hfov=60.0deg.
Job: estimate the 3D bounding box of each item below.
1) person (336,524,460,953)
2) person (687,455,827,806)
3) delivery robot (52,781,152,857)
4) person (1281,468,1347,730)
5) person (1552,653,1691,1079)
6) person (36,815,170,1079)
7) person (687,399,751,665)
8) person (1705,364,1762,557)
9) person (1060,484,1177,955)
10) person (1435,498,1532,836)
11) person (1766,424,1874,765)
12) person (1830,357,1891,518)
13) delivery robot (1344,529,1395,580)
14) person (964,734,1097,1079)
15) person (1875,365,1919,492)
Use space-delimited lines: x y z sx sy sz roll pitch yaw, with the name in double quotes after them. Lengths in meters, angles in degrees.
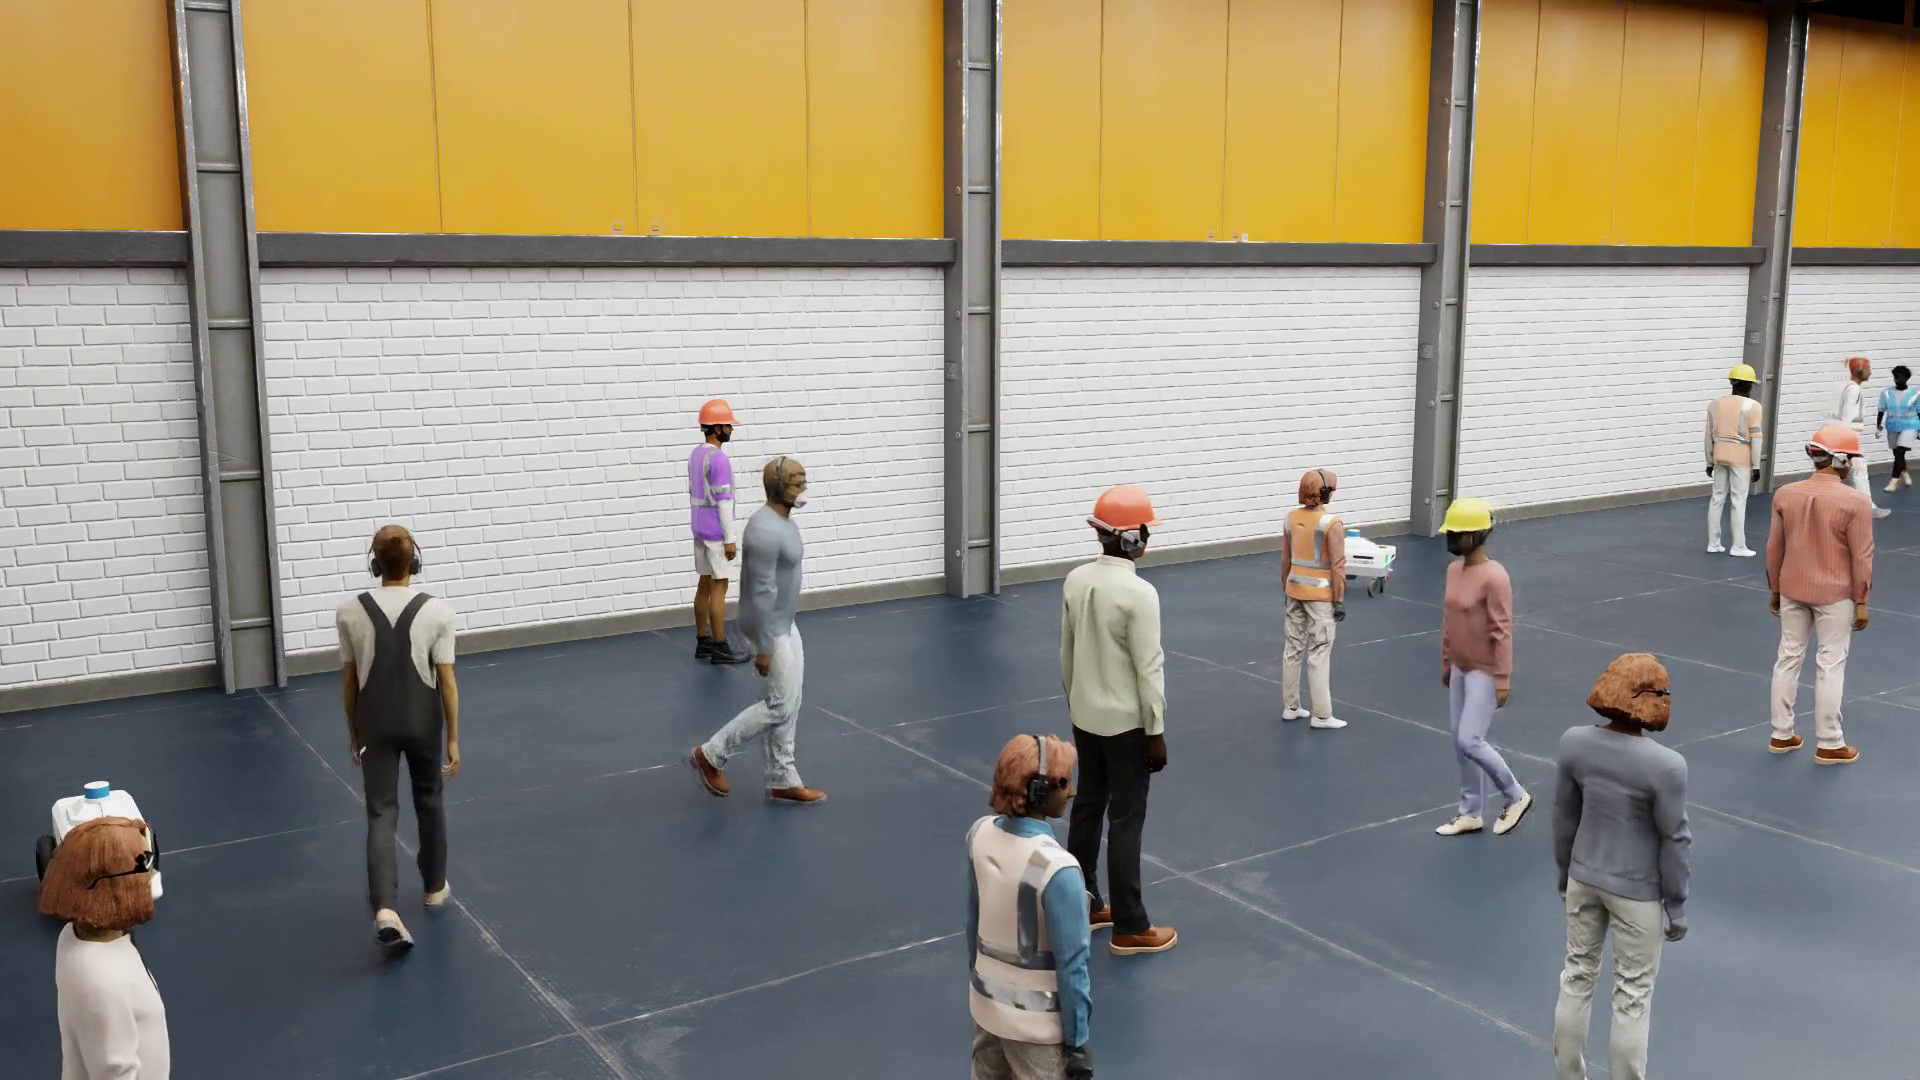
-2.420 0.842 7.188 0.500 1.807 0.926 -2 10 -14 "person"
-1.075 0.498 8.868 0.635 1.920 0.641 0 9 3 "person"
-3.917 1.346 7.583 0.477 0.478 0.707 -6 11 -33 "delivery robot"
2.224 0.369 10.484 0.313 1.642 0.513 -6 11 -31 "person"
2.223 1.181 5.614 0.282 1.633 0.498 -6 11 -31 "person"
-2.001 1.452 3.980 0.282 1.634 0.498 -6 11 -31 "person"
-1.780 -0.062 12.188 0.369 1.939 0.542 -6 11 -31 "person"
7.742 -0.793 16.644 0.383 1.921 0.585 -6 11 -31 "person"
0.673 0.755 7.093 0.383 1.996 0.609 -6 11 -31 "person"
2.599 0.657 8.370 0.444 1.754 0.563 -2 10 -14 "person"
5.055 0.314 9.775 0.392 1.988 0.609 -6 11 -31 "person"
10.278 -1.156 19.035 0.893 1.846 0.611 3 10 18 "person"
3.497 0.149 14.797 0.707 0.478 0.477 4 10 24 "delivery robot"
0.189 1.342 4.636 0.313 1.637 0.513 -6 11 -31 "person"
12.200 -1.458 21.530 0.880 1.639 0.534 -8 12 -41 "person"
